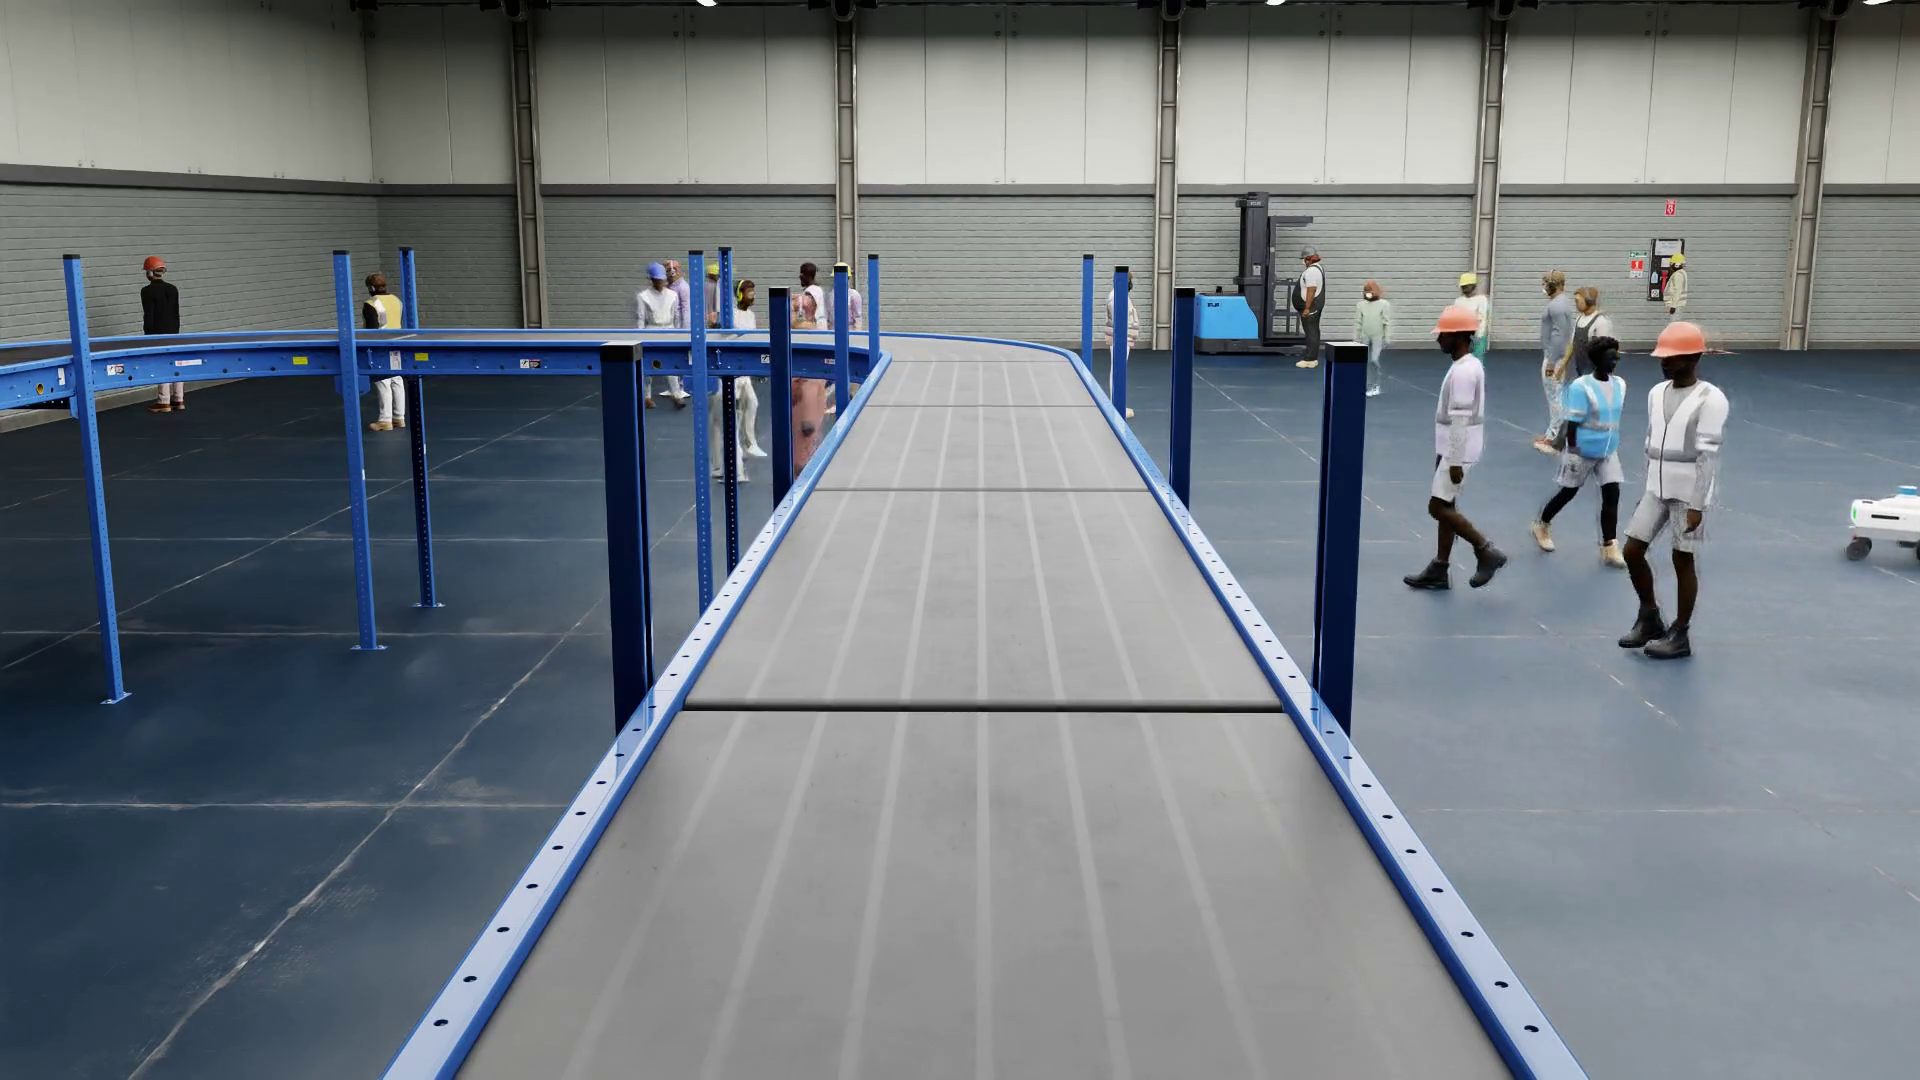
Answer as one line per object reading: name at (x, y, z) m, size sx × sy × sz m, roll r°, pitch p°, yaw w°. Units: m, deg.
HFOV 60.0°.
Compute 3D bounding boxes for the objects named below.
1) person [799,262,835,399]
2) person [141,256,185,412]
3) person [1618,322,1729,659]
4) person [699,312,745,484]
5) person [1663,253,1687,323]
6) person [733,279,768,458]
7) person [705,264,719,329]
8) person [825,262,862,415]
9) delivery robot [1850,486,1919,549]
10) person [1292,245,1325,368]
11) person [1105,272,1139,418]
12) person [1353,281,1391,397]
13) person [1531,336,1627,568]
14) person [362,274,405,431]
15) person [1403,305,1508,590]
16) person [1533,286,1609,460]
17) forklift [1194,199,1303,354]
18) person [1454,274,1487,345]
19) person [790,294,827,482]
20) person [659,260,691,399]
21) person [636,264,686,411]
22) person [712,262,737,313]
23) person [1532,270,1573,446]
person at (-1.977, -2.749, 22.199) m, size 0.534 × 1.906 × 0.604 m, roll 0°, pitch 11°, yaw 1°
person at (-10.370, -2.674, 21.582) m, size 0.382 × 1.993 × 0.622 m, roll 3°, pitch 11°, yaw 14°
person at (4.023, -0.266, 9.424) m, size 0.500 × 1.921 × 0.543 m, roll -5°, pitch 12°, yaw -25°
person at (-2.308, -1.330, 15.646) m, size 0.626 × 1.615 × 0.518 m, roll 2°, pitch 11°, yaw 9°
person at (13.135, -4.345, 30.581) m, size 0.404 × 1.837 × 0.586 m, roll 6°, pitch 12°, yaw 27°
person at (-2.182, -1.773, 17.327) m, size 0.702 × 1.841 × 0.531 m, roll 4°, pitch 12°, yaw 20°
person at (-4.257, -3.726, 27.685) m, size 0.764 × 1.729 × 0.534 m, roll 1°, pitch 11°, yaw 4°
person at (-1.485, -2.545, 21.091) m, size 0.587 × 1.930 × 0.360 m, roll 10°, pitch 15°, yaw 42°
delivery robot at (6.936, -0.151, 12.201) m, size 0.707 × 0.478 × 0.477 m, roll 7°, pitch 13°, yaw 32°
person at (5.840, -3.909, 27.923) m, size 0.536 × 2.000 × 0.681 m, roll 5°, pitch 12°, yaw 24°
person at (2.041, -2.481, 20.989) m, size 0.429 × 1.845 × 0.627 m, roll 1°, pitch 11°, yaw 6°
person at (5.736, -2.805, 23.225) m, size 0.518 × 1.610 × 0.439 m, roll 9°, pitch 14°, yaw 38°
person at (4.579, -0.679, 12.206) m, size 0.540 × 1.664 × 0.837 m, roll -5°, pitch 12°, yaw -23°
person at (-6.843, -2.227, 19.706) m, size 0.430 × 1.837 × 0.622 m, roll 3°, pitch 12°, yaw 17°
person at (3.333, -0.602, 11.118) m, size 0.595 × 1.923 × 0.567 m, roll 4°, pitch 12°, yaw 19°
person at (6.386, -1.723, 17.236) m, size 0.927 × 1.791 × 0.496 m, roll 0°, pitch 11°, yaw -2°
forklift at (5.313, -4.851, 30.603) m, size 1.873 × 2.768 × 1.129 m, roll 0°, pitch 11°, yaw 1°
person at (7.129, -2.866, 23.309) m, size 0.529 × 1.707 × 0.957 m, roll 9°, pitch 14°, yaw 40°
person at (-1.201, -1.047, 13.485) m, size 0.629 × 1.890 × 0.655 m, roll -2°, pitch 11°, yaw -13°
person at (-3.973, -2.928, 23.135) m, size 0.402 × 1.904 × 0.638 m, roll -7°, pitch 13°, yaw -34°
person at (-3.929, -2.631, 21.656) m, size 0.651 × 1.885 × 1.012 m, roll -6°, pitch 13°, yaw -29°
person at (-3.885, -3.629, 27.042) m, size 0.840 × 1.786 × 0.586 m, roll -1°, pitch 11°, yaw -5°
person at (6.451, -1.958, 18.071) m, size 0.369 × 1.931 × 0.630 m, roll 5°, pitch 12°, yaw 22°
